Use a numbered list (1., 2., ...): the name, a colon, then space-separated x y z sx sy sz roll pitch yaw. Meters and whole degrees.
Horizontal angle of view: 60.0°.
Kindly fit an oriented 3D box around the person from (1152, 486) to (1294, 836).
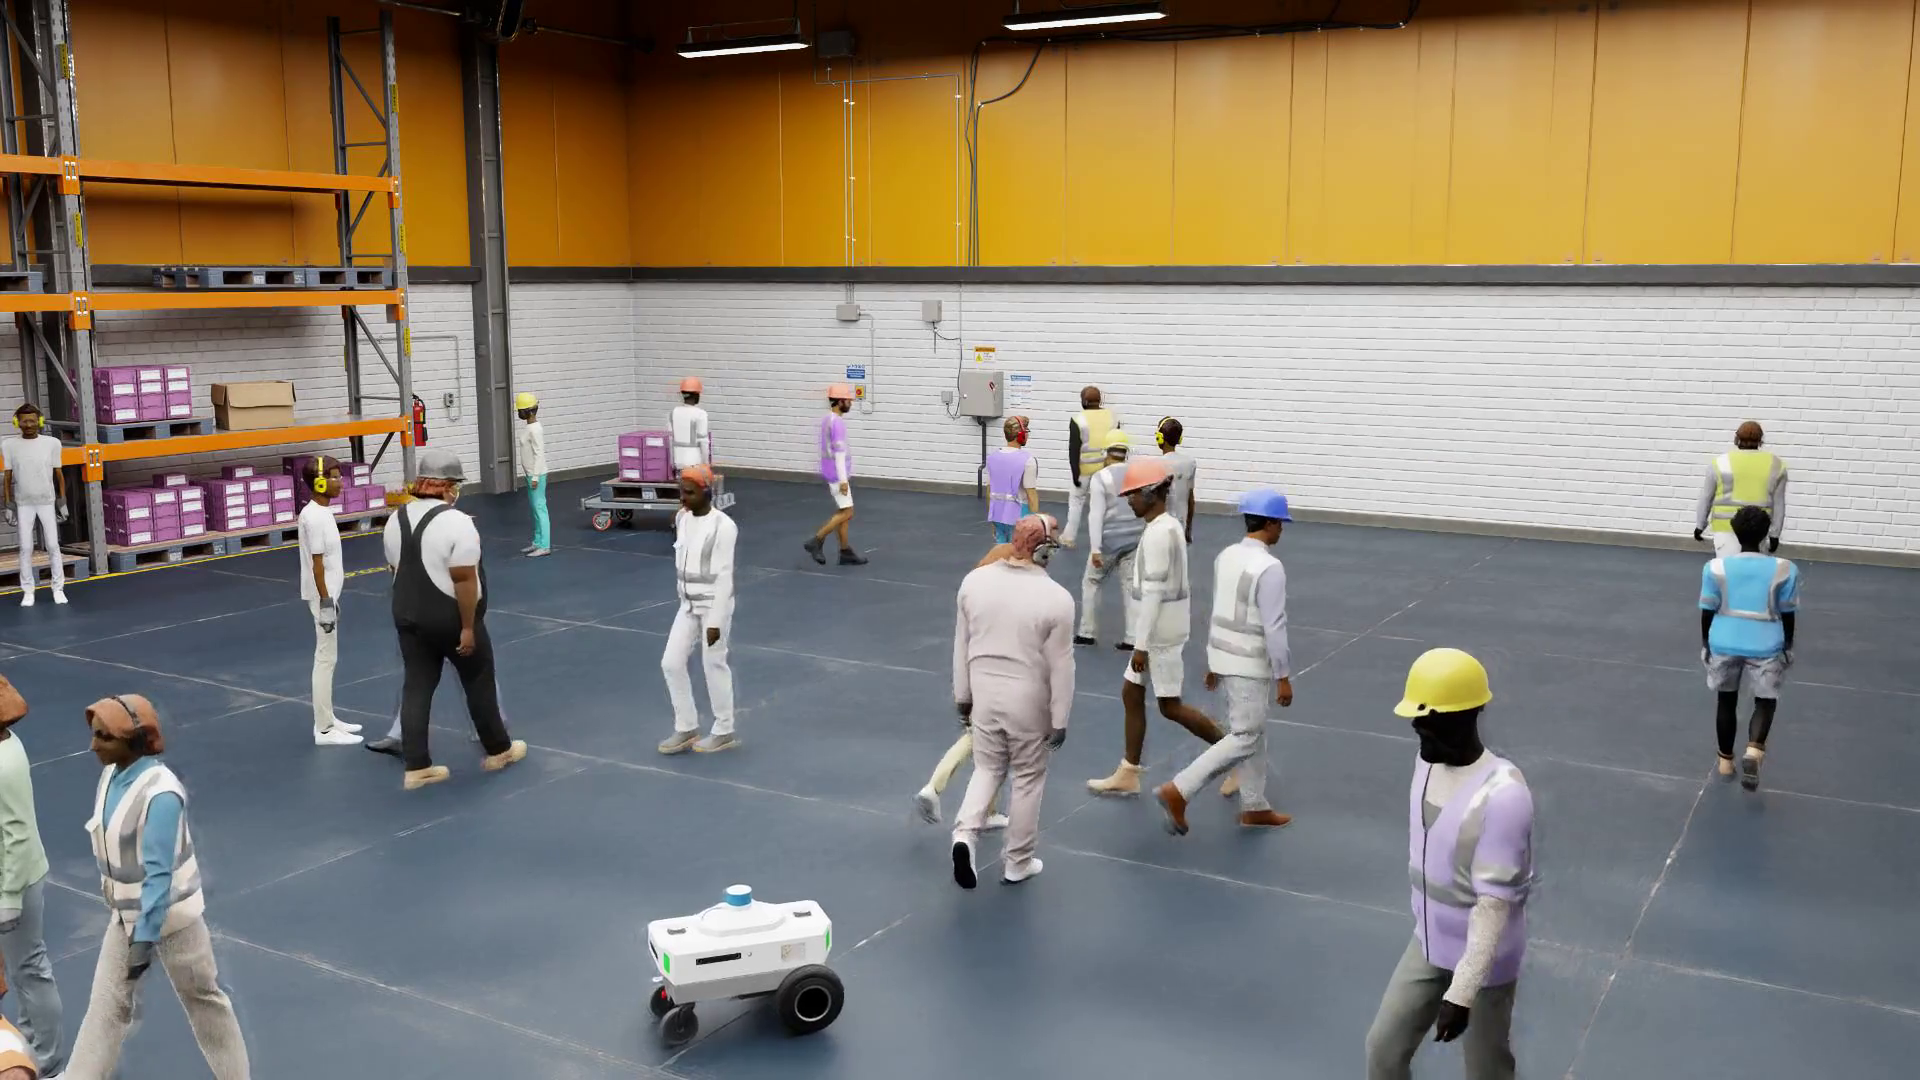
1. person: 1.417 0.670 8.893 0.829 1.912 0.630 -3 9 -16

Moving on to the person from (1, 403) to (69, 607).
1. person: -8.444 -0.322 15.200 0.515 1.862 0.328 -5 10 -28

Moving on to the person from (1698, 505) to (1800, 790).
1. person: 4.604 0.633 9.757 0.540 1.682 0.623 5 10 29

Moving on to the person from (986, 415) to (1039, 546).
1. person: 0.443 -0.125 14.001 0.388 1.847 0.563 -8 12 -43

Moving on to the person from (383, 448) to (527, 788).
1. person: -3.041 0.422 9.987 0.697 2.000 0.914 5 10 26

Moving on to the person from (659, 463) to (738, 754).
1. person: -1.643 0.449 10.364 0.636 1.861 0.597 -9 13 -44

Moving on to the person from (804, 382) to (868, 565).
1. person: -1.272 -0.665 17.130 0.625 1.922 0.599 -2 9 -11

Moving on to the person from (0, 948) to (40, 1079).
1. person: -2.230 1.615 3.787 0.515 1.641 0.314 7 11 36

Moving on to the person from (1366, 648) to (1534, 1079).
1. person: 1.455 1.272 5.139 0.800 1.893 0.611 -3 9 -16

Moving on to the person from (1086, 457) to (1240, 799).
1. person: 1.242 0.527 9.500 0.951 1.993 0.665 1 9 8

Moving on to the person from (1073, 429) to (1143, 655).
1. person: 1.204 0.012 13.334 0.602 1.788 0.757 -6 11 -32

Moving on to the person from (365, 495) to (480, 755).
1. person: -3.294 0.506 10.502 0.542 1.710 0.955 5 10 28

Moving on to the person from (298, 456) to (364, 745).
1. person: -4.079 0.388 10.746 0.324 1.868 0.526 -3 10 -20

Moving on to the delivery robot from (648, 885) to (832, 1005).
1. delivery robot: -0.889 1.640 6.717 0.707 0.478 0.477 -3 10 -20

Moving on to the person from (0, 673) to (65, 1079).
1. person: -3.488 1.253 6.069 0.287 1.631 0.501 -7 11 -36

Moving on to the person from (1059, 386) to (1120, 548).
1. person: 1.404 -0.775 18.197 0.633 1.806 0.889 -4 10 -21

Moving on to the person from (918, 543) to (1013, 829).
1. person: 0.092 0.810 8.908 0.536 1.604 0.543 -7 11 -37

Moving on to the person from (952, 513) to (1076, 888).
1. person: 0.234 0.811 8.077 0.677 1.879 0.648 5 10 29

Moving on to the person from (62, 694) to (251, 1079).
1. person: -2.857 1.324 5.710 0.532 1.594 0.839 8 12 40

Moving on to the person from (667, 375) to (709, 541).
1. person: -3.009 -0.848 18.314 0.546 1.922 0.655 5 11 31

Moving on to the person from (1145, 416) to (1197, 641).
1. person: 1.698 -0.075 13.622 0.510 1.872 0.329 -6 11 -32

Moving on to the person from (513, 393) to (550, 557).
1. person: -4.596 -0.697 17.850 0.327 1.761 0.522 -4 10 -23

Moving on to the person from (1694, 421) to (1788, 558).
1. person: 6.527 -0.102 13.981 0.643 1.797 0.924 2 9 12
